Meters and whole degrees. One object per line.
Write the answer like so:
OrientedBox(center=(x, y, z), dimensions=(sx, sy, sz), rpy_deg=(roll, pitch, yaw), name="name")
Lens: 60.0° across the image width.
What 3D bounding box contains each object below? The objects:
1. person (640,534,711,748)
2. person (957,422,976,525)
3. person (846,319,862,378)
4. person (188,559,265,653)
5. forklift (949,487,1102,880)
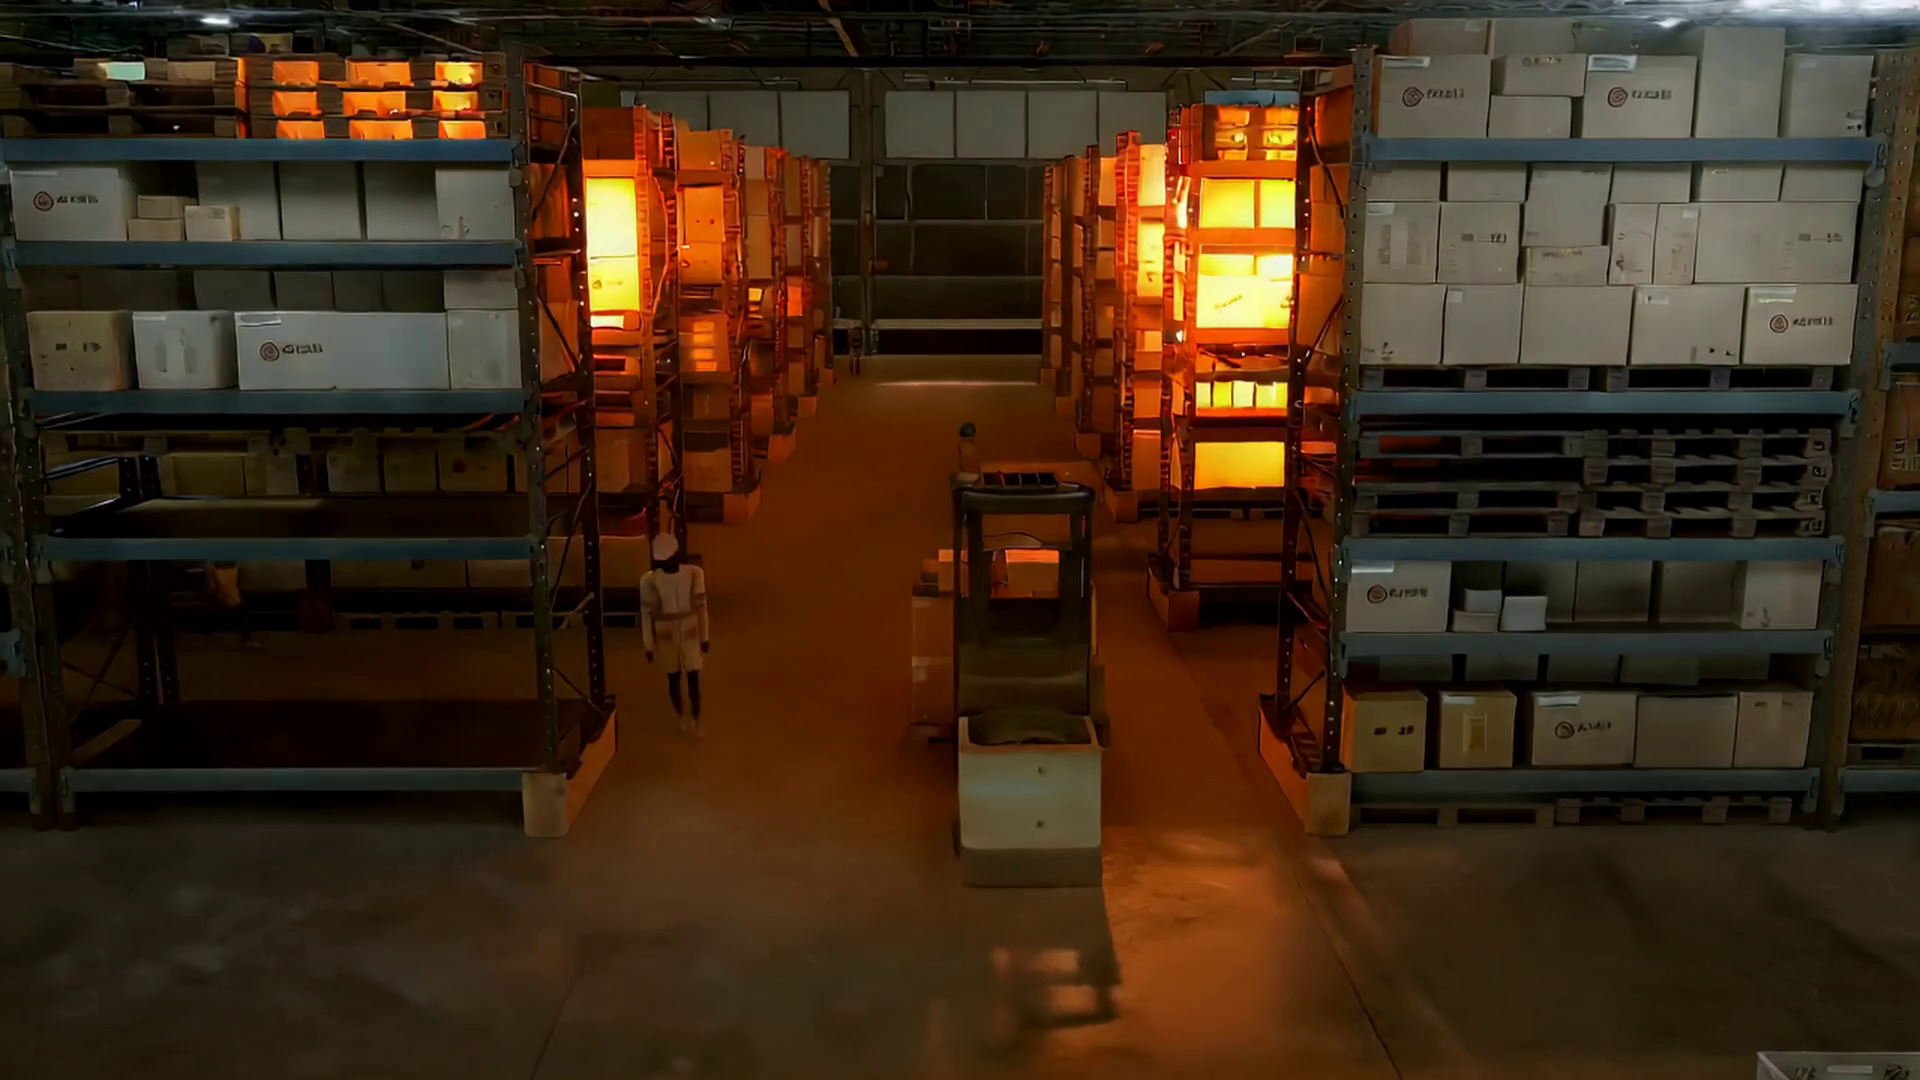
OrientedBox(center=(-2.600, 0.930, 15.300), dimensions=(0.639, 1.990, 0.963), rpy_deg=(-3, 12, -14), name="person")
OrientedBox(center=(0.105, -1.040, 25.984), dimensions=(0.279, 1.624, 0.494), rpy_deg=(-5, 12, -23), name="person")
OrientedBox(center=(-3.066, -5.530, 48.047), dimensions=(0.538, 1.700, 0.317), rpy_deg=(9, 15, 39), name="person")
OrientedBox(center=(-8.251, 0.453, 18.489), dimensions=(0.844, 1.664, 0.537), rpy_deg=(-1, 11, -6), name="person")
OrientedBox(center=(0.495, 0.986, 12.813), dimensions=(1.129, 2.768, 1.873), rpy_deg=(0, 11, -2), name="forklift")
